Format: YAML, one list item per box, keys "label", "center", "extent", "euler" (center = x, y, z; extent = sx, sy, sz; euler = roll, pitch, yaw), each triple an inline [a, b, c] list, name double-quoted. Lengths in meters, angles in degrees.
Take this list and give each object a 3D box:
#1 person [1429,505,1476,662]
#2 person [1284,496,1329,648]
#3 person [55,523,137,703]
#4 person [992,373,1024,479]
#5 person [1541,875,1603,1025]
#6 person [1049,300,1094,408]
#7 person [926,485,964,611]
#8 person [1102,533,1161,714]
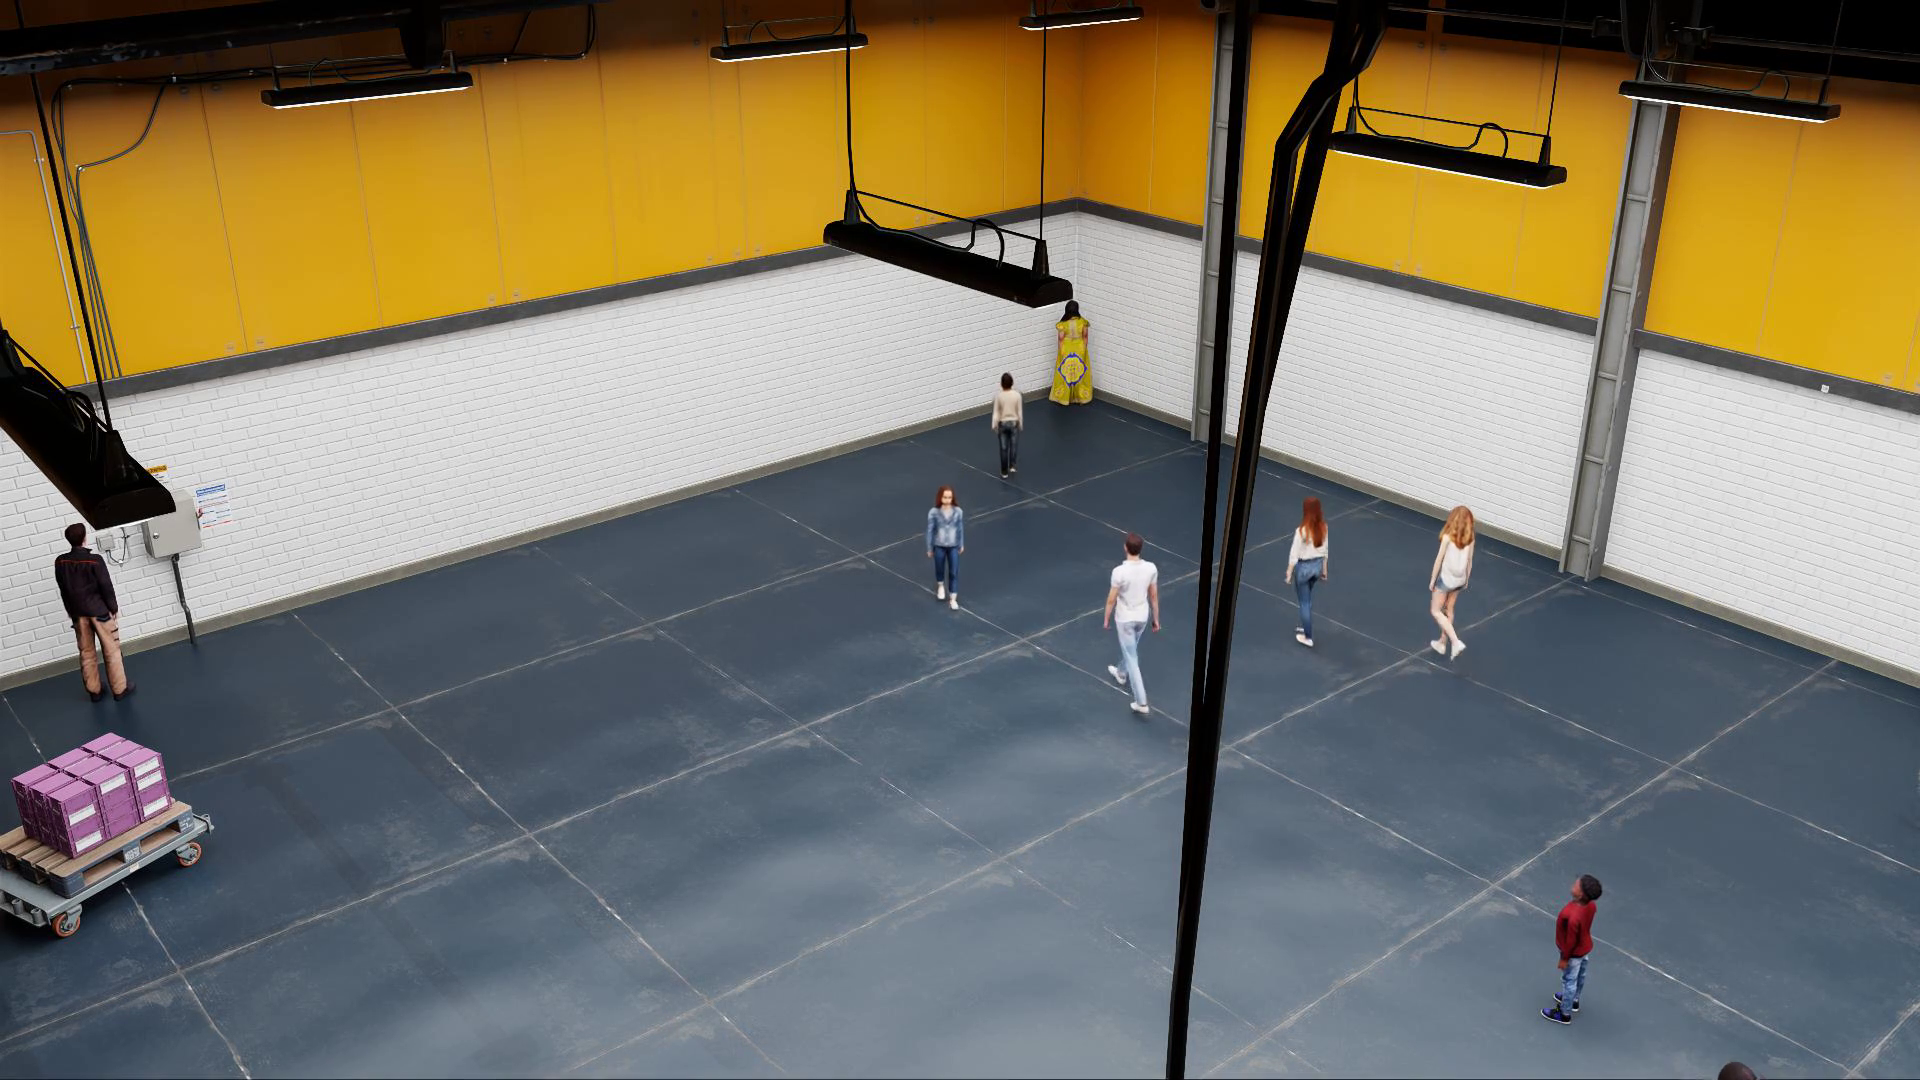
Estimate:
- label: "person"
  center: [5.237, 0.495, 17.608]
  extent: [0.795, 1.745, 0.976]
  euler: [-7, 25, -16]
- label: "person"
  center: [3.819, 0.365, 17.943]
  extent: [0.682, 1.715, 0.701]
  euler: [-11, 26, -24]
- label: "person"
  center: [-8.798, 0.735, 16.835]
  extent: [0.781, 1.925, 0.797]
  euler: [-2, 24, -5]
- label: "person"
  center: [0.663, -1.535, 22.617]
  extent: [0.675, 1.452, 0.714]
  euler: [-3, 24, -7]
- label: "person"
  center: [4.602, 3.034, 12.411]
  extent: [0.510, 1.256, 0.524]
  euler: [21, 31, 40]
- label: "person"
  center: [1.716, -2.855, 25.378]
  extent: [0.998, 1.660, 1.006]
  euler: [-3, 24, -8]
- label: "person"
  center: [-0.175, 0.046, 19.008]
  extent: [0.913, 1.445, 1.065]
  euler: [-3, 24, -8]
- label: "person"
  center: [1.763, 0.867, 16.688]
  extent: [0.930, 1.800, 1.325]
  euler: [-10, 25, -21]
